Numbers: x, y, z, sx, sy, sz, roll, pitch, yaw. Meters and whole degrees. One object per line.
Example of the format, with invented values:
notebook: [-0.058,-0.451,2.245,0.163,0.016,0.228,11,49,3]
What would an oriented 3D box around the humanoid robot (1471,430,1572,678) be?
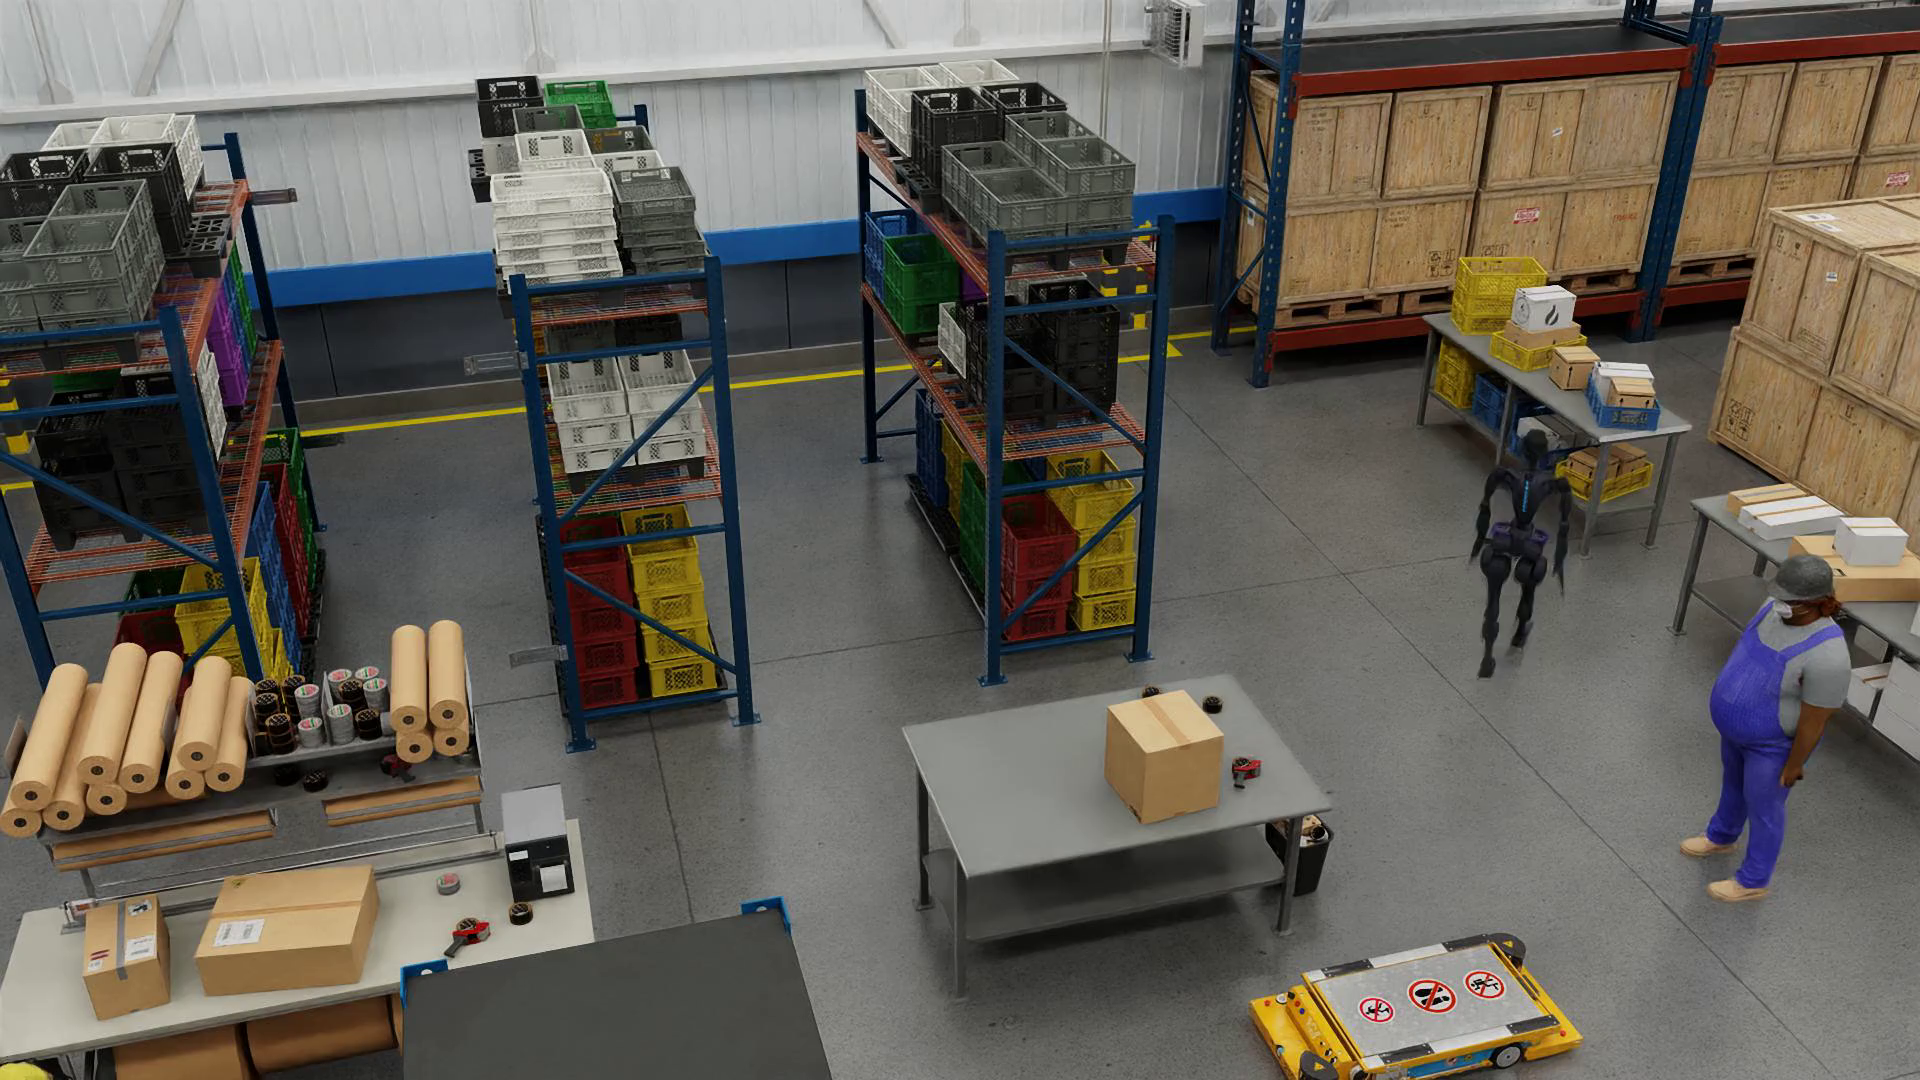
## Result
humanoid robot: [3.586,0.056,10.634,0.607,1.630,0.739,13,31,22]

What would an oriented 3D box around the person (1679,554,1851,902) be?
person: [4.149,0.944,8.606,0.535,2.000,0.681,-1,29,-1]

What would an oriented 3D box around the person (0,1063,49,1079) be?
person: [-3.187,2.553,5.970,0.371,1.748,0.537,15,32,26]

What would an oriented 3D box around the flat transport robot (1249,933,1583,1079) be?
flat transport robot: [2.184,2.282,7.980,1.431,0.197,0.652,-8,30,-14]
